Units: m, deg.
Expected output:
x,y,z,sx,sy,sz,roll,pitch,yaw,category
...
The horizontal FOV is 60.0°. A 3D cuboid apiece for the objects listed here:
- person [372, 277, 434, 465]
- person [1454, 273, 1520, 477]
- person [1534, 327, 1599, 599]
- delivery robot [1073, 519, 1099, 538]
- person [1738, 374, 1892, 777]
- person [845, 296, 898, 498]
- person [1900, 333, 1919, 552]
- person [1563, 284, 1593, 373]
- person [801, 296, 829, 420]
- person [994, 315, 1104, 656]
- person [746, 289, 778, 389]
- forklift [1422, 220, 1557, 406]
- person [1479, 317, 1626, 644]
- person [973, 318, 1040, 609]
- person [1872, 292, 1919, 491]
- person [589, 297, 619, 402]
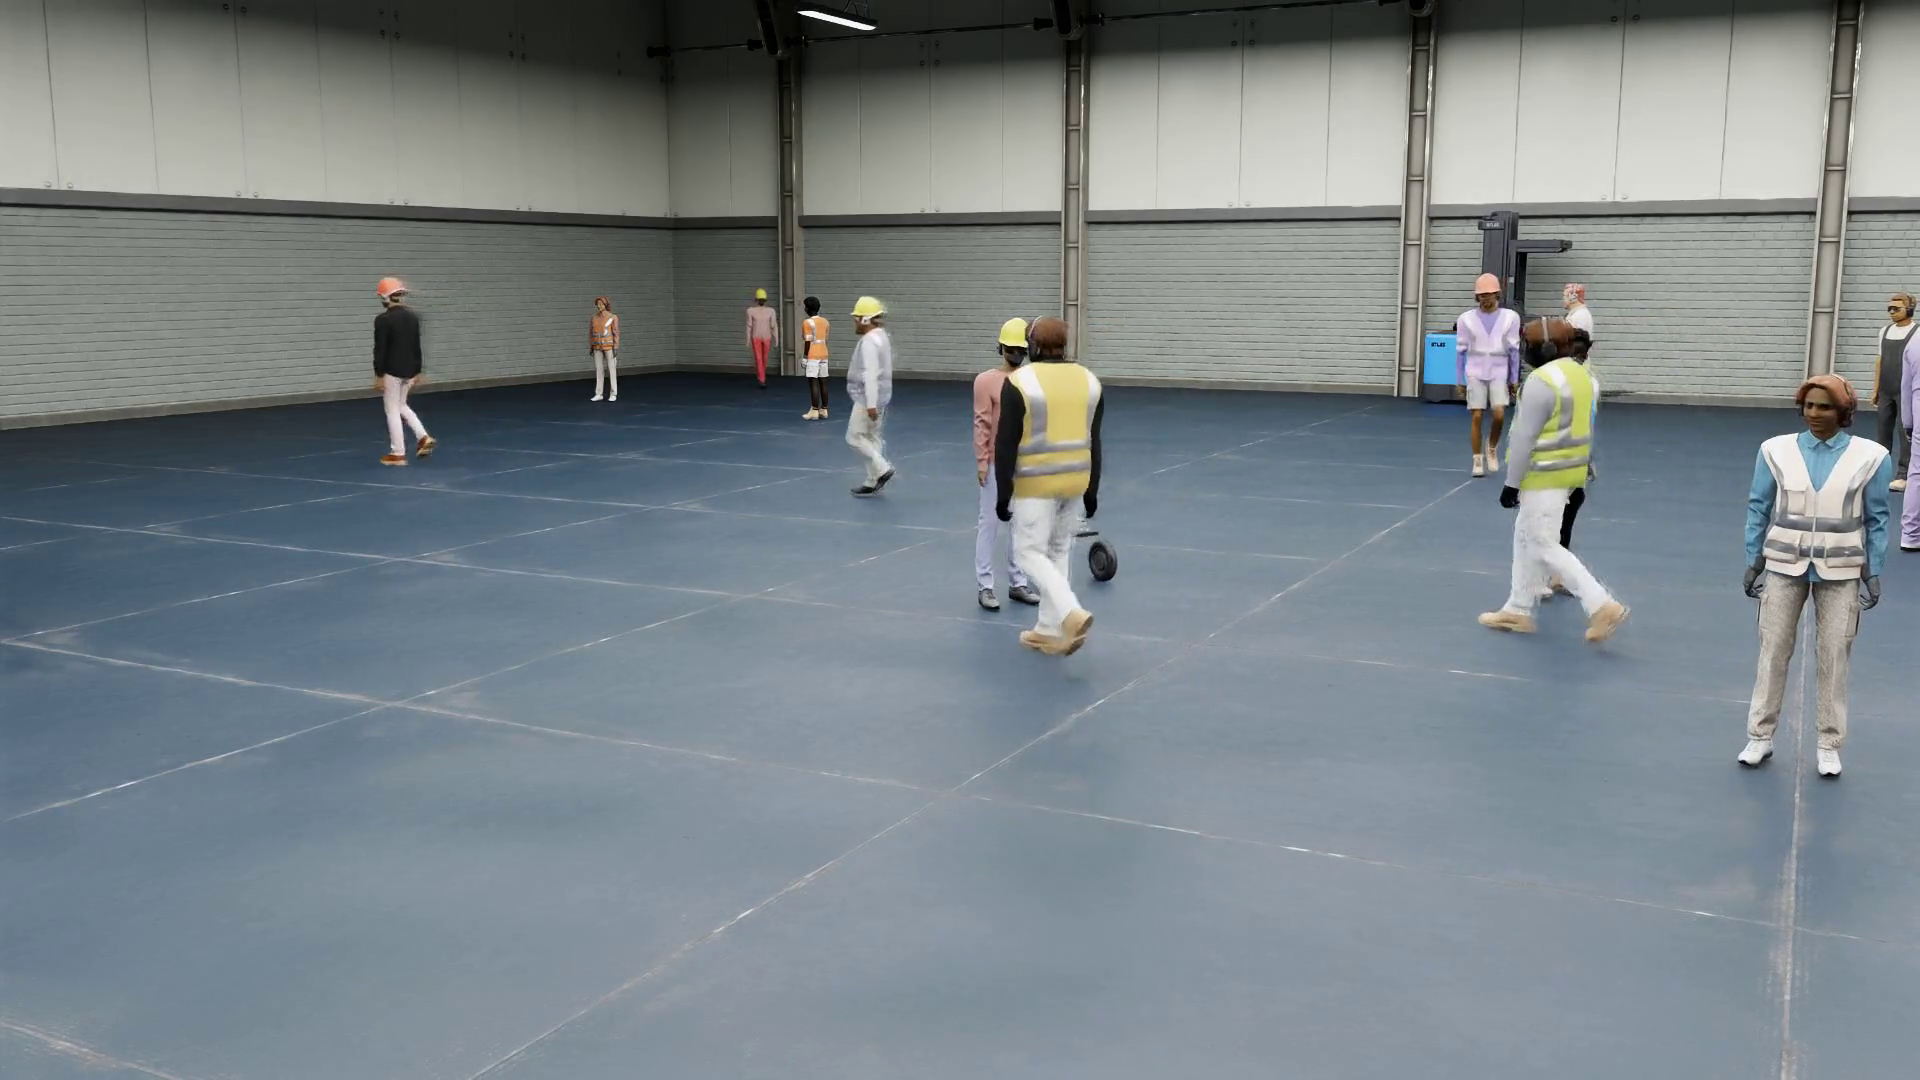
x,y,z,sx,sy,sz,roll,pitch,yaw,category
-5.952,-1.780,17.590,0.466,1.982,0.617,3,10,18,person
5.230,-1.631,16.529,0.632,2.021,0.477,3,10,15,person
3.796,-0.487,10.470,0.537,1.698,0.321,-5,10,-26,person
0.659,-0.180,11.140,0.335,0.223,0.698,-5,11,-29,delivery robot
3.483,0.140,6.795,0.521,1.636,0.311,6,11,32,person
-0.819,-1.285,15.030,0.423,1.818,0.596,2,9,13,person
7.120,-0.838,12.001,0.407,1.906,0.655,-3,10,-18,person
6.843,-1.909,18.621,0.399,1.902,0.642,4,10,21,person
-2.008,-2.515,22.992,0.319,1.694,0.533,5,11,29,person
0.508,-0.266,8.749,0.649,1.820,0.678,-6,11,-32,person
-3.463,-3.520,29.112,0.538,1.718,0.902,-3,10,-20,person
8.245,-3.527,25.720,1.873,2.768,1.129,5,10,27,forklift
3.318,-0.331,9.208,0.822,1.808,0.618,8,12,39,person
0.317,-0.469,10.172,0.523,1.763,0.329,-6,11,-32,person
8.799,-1.392,15.606,0.347,1.846,0.505,-4,10,-21,person
-5.589,-2.996,26.128,0.513,1.641,0.309,3,10,19,person
